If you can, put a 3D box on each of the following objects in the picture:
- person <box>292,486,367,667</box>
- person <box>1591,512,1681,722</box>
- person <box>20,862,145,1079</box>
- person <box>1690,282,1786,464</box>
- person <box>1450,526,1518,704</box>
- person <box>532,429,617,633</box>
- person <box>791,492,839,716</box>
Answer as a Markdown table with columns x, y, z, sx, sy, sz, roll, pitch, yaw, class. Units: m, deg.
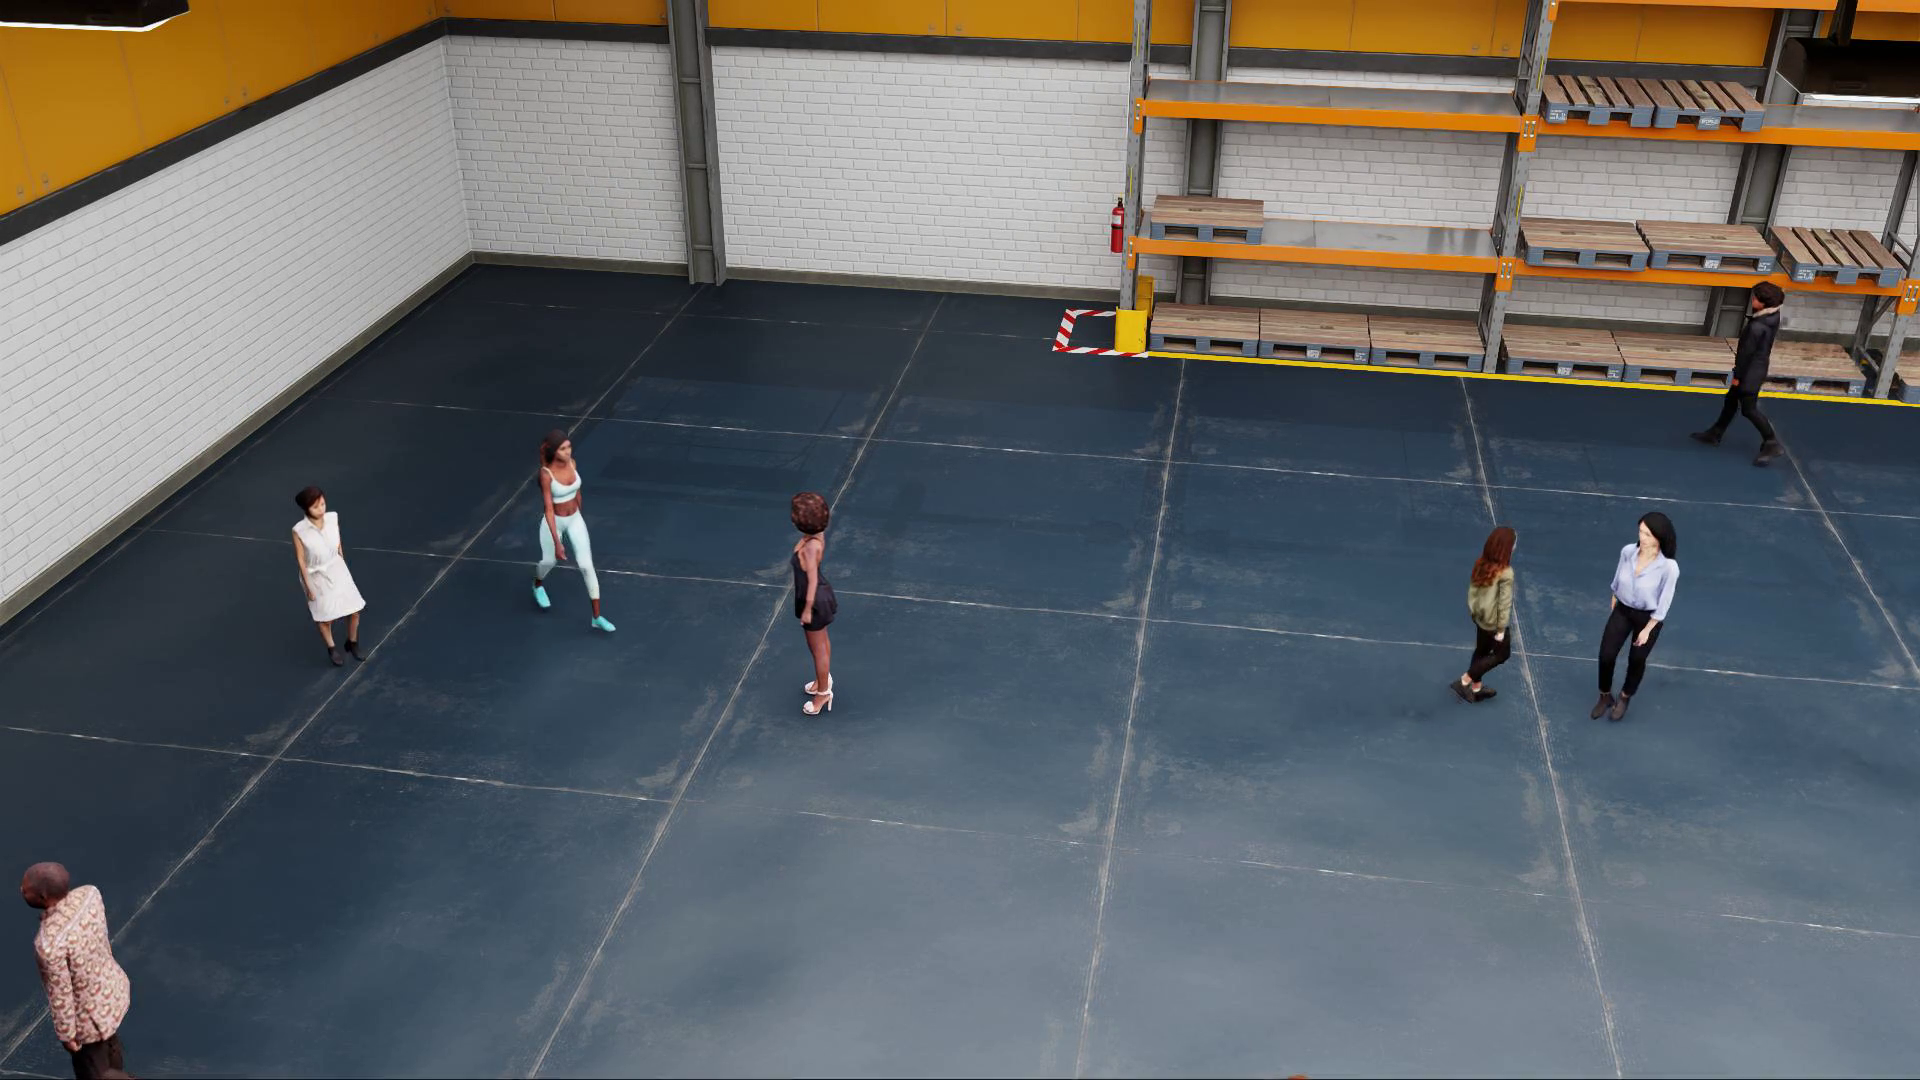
| x | y | z | sx | sy | sz | roll | pitch | yaw | class |
| --- | --- | --- | --- | --- | --- | --- | --- | --- | --- |
| -4.900 | 0.268 | 12.716 | 0.749 | 1.540 | 0.700 | 26 | 38 | 38 | person |
| 4.932 | 0.558 | 11.991 | 0.847 | 1.727 | 0.778 | -24 | 36 | -36 | person |
| -4.410 | 2.393 | 8.564 | 1.090 | 1.785 | 0.845 | -1 | 29 | -1 | person |
| 7.638 | -1.577 | 15.879 | 1.222 | 1.751 | 1.005 | 21 | 35 | 34 | person |
| 3.829 | 0.582 | 12.218 | 0.764 | 1.466 | 0.713 | -6 | 29 | -12 | person |
| -3.215 | -0.089 | 13.222 | 1.227 | 1.682 | 0.999 | 24 | 36 | 36 | person |
| -1.061 | 0.449 | 12.125 | 0.584 | 1.790 | 0.592 | 0 | 29 | 0 | person |
